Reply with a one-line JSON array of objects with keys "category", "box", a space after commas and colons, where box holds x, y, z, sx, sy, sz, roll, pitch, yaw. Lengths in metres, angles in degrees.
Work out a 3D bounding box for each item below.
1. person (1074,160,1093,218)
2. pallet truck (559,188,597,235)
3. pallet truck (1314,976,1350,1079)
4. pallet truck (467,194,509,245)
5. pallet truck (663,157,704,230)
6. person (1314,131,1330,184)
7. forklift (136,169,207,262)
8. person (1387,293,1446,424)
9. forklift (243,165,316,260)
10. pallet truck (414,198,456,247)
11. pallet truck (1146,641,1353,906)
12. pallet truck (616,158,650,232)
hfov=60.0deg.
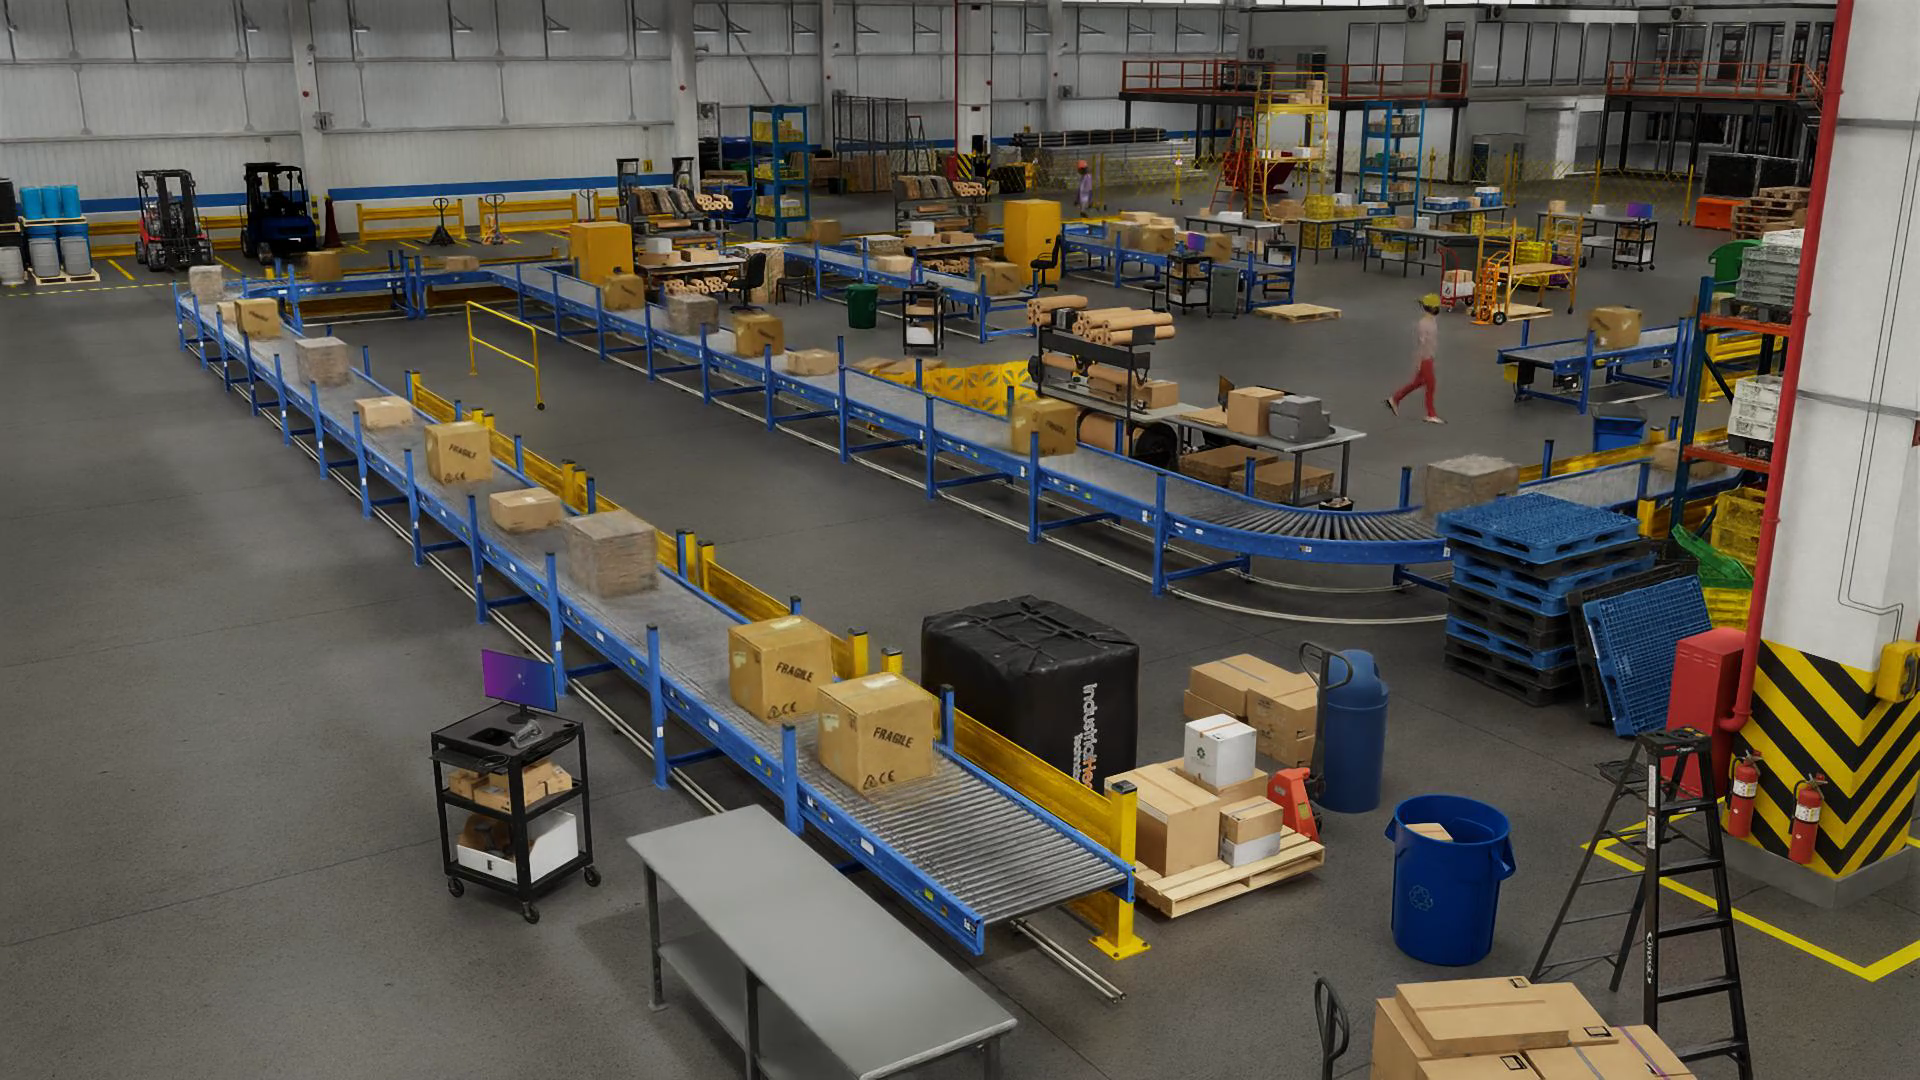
[{"category": "person", "box": [3.130, -8.675, 42.552, 0.490, 2.020, 0.656, -5, 17, -16]}, {"category": "pallet truck", "box": [-10.010, -8.652, 43.699, 0.653, 1.274, 1.630, -10, 20, -31]}, {"category": "pallet truck", "box": [2.299, 2.390, 7.086, 1.601, 1.201, 0.680, -2, 17, -7]}, {"category": "pallet truck", "box": [-11.983, -8.177, 42.137, 0.704, 1.261, 1.522, -11, 20, -33]}, {"category": "pallet truck", "box": [-7.586, -9.308, 44.692, 0.823, 1.965, 1.885, -11, 20, -33]}, {"category": "person", "box": [12.956, -13.638, 59.344, 0.585, 1.863, 0.777, -12, 20, -34]}, {"category": "forklift", "box": [-17.842, -7.318, 37.559, 1.157, 1.987, 2.680, -10, 20, -31]}, {"category": "person", "box": [6.180, -2.460, 22.352, 0.790, 1.744, 0.525, 9, 19, 28]}, {"category": "forklift", "box": [-15.898, -7.669, 38.708, 1.157, 1.987, 2.680, -11, 20, -33]}, {"category": "pallet truck", "box": [-13.250, -8.060, 41.856, 0.680, 1.201, 1.601, -10, 20, -31]}, {"category": "pallet truck", "box": [1.664, 1.407, 10.232, 1.630, 1.274, 0.653, -10, 20, -31]}, {"category": "pallet truck", "box": [-8.918, -9.176, 44.255, 0.823, 1.965, 1.885, -9, 19, -27]}]
